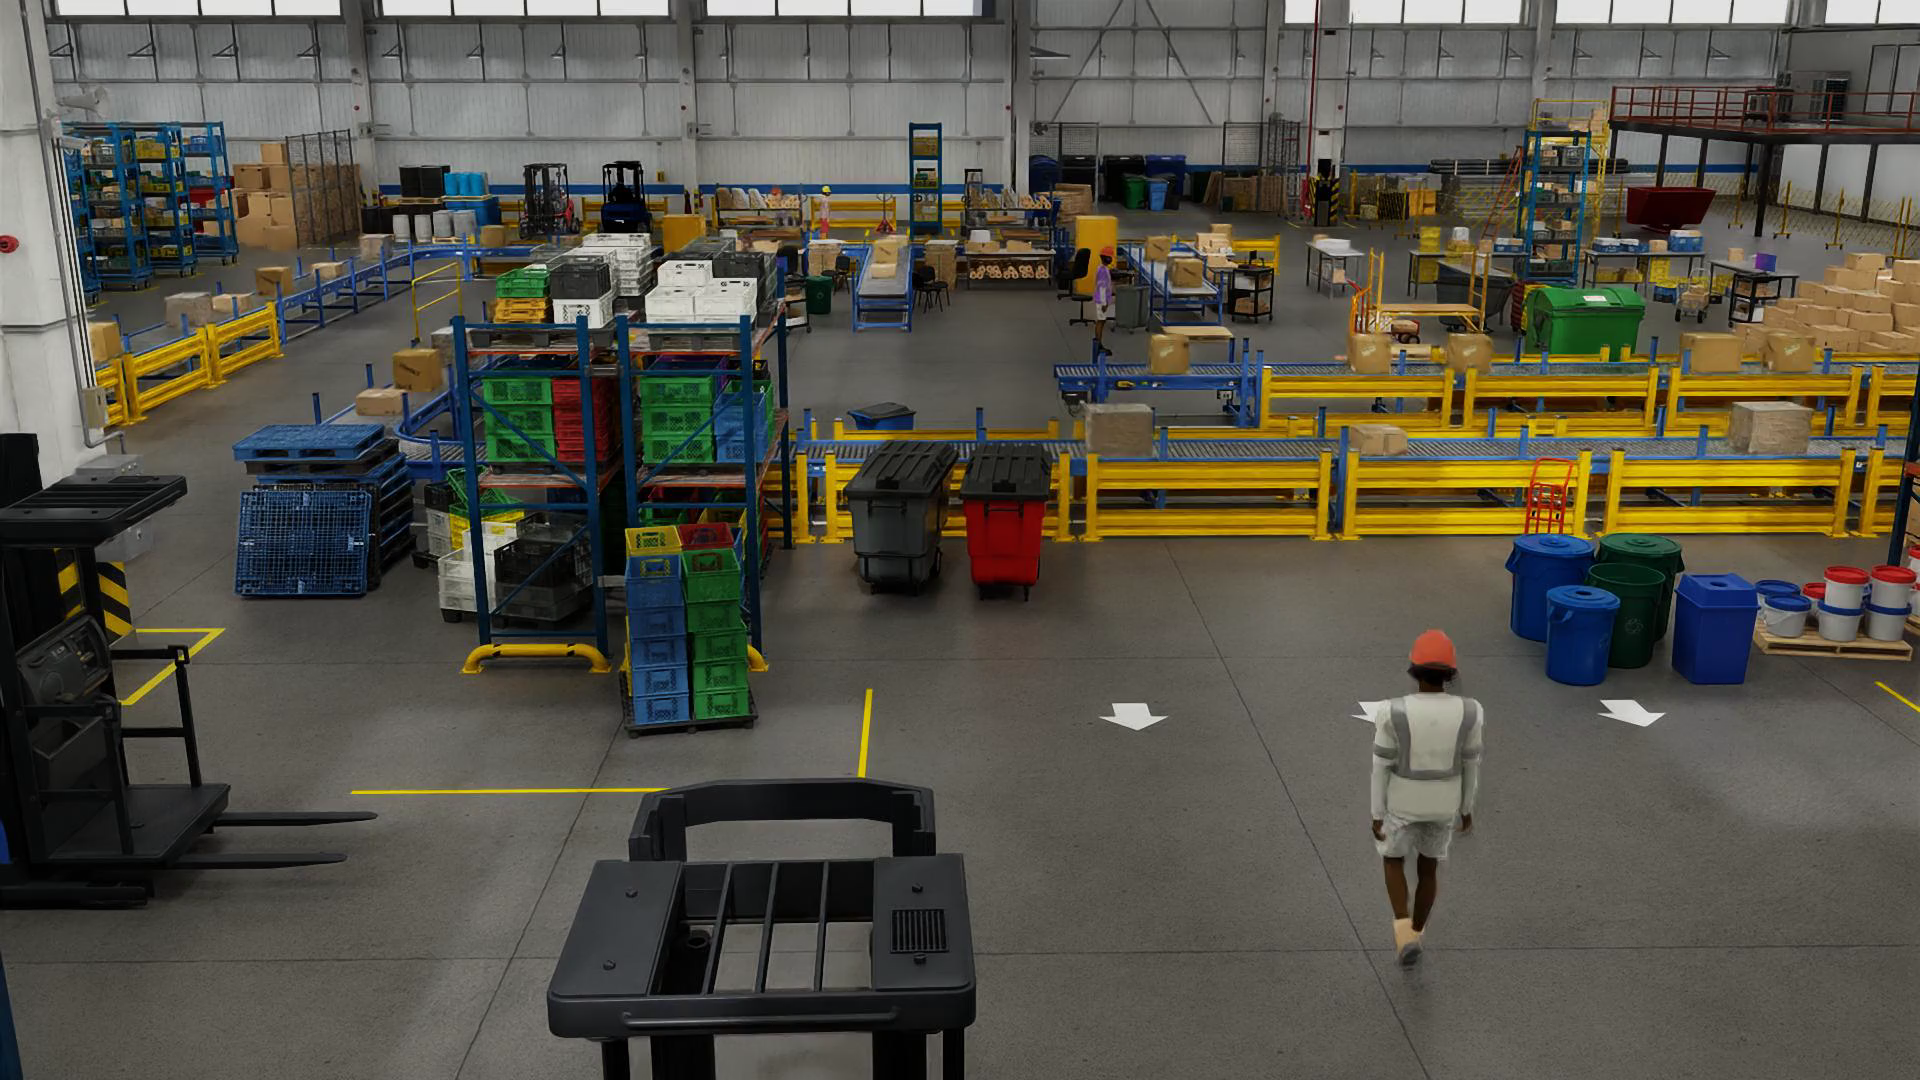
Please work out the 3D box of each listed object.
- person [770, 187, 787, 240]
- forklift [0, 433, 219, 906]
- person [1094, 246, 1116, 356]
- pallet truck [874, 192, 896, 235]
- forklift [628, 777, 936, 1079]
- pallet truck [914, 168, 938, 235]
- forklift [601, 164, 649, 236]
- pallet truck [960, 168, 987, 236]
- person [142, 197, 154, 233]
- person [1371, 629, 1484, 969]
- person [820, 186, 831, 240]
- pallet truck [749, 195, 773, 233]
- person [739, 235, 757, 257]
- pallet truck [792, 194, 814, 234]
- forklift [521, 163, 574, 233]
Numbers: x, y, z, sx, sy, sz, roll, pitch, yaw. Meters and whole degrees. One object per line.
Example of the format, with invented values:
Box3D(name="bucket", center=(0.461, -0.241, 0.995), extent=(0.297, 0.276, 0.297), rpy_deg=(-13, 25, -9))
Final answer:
Box3D(name="person", center=(-4.701, -7.951, 42.280), extent=(0.956, 1.999, 0.623), rpy_deg=(-3, 16, -11))
Box3D(name="forklift", center=(-5.952, 0.780, 10.366), extent=(1.873, 2.768, 1.129), rpy_deg=(0, 16, -1))
Box3D(name="person", center=(2.564, -4.252, 29.544), extent=(0.376, 1.932, 0.543), rpy_deg=(1, 16, 4))
Box3D(name="pallet truck", center=(-2.277, -9.986, 50.594), extent=(0.653, 1.274, 1.630), rpy_deg=(0, 16, -1))
Box3D(name="forklift", center=(-0.542, 2.165, 5.552), extent=(1.129, 2.768, 1.873), rpy_deg=(-1, 16, -2))
Box3D(name="pallet truck", center=(-0.989, -10.316, 50.507), extent=(0.823, 1.965, 1.885), rpy_deg=(1, 16, 3))
Box3D(name="forklift", center=(-9.948, -10.127, 49.296), extent=(1.157, 1.987, 2.680), rpy_deg=(-1, 16, -3))
Box3D(name="pallet truck", center=(0.383, -10.230, 50.206), extent=(0.823, 1.965, 1.885), rpy_deg=(-1, 16, -3))
Box3D(name="person", center=(-21.844, -8.510, 44.531), extent=(0.711, 1.828, 0.584), rpy_deg=(5, 17, 17))
Box3D(name="person", center=(2.621, 1.499, 9.389), extent=(0.614, 2.026, 0.602), rpy_deg=(1, 16, 3))
Box3D(name="person", center=(-3.695, -8.869, 45.890), extent=(0.328, 1.767, 0.532), rpy_deg=(-6, 17, -21))
Box3D(name="pallet truck", center=(-6.051, -9.967, 50.660), extent=(0.680, 1.201, 1.601), rpy_deg=(0, 16, -1))
Box3D(name="person", center=(-4.102, -4.914, 31.934), extent=(0.533, 1.885, 0.667), rpy_deg=(-15, 22, -41))
Box3D(name="pallet truck", center=(-4.814, -9.883, 50.259), extent=(0.704, 1.261, 1.522), rpy_deg=(-1, 16, -3))
Box3D(name="forklift", center=(-12.233, -10.122, 49.298), extent=(1.157, 1.987, 2.680), rpy_deg=(0, 16, -1))
